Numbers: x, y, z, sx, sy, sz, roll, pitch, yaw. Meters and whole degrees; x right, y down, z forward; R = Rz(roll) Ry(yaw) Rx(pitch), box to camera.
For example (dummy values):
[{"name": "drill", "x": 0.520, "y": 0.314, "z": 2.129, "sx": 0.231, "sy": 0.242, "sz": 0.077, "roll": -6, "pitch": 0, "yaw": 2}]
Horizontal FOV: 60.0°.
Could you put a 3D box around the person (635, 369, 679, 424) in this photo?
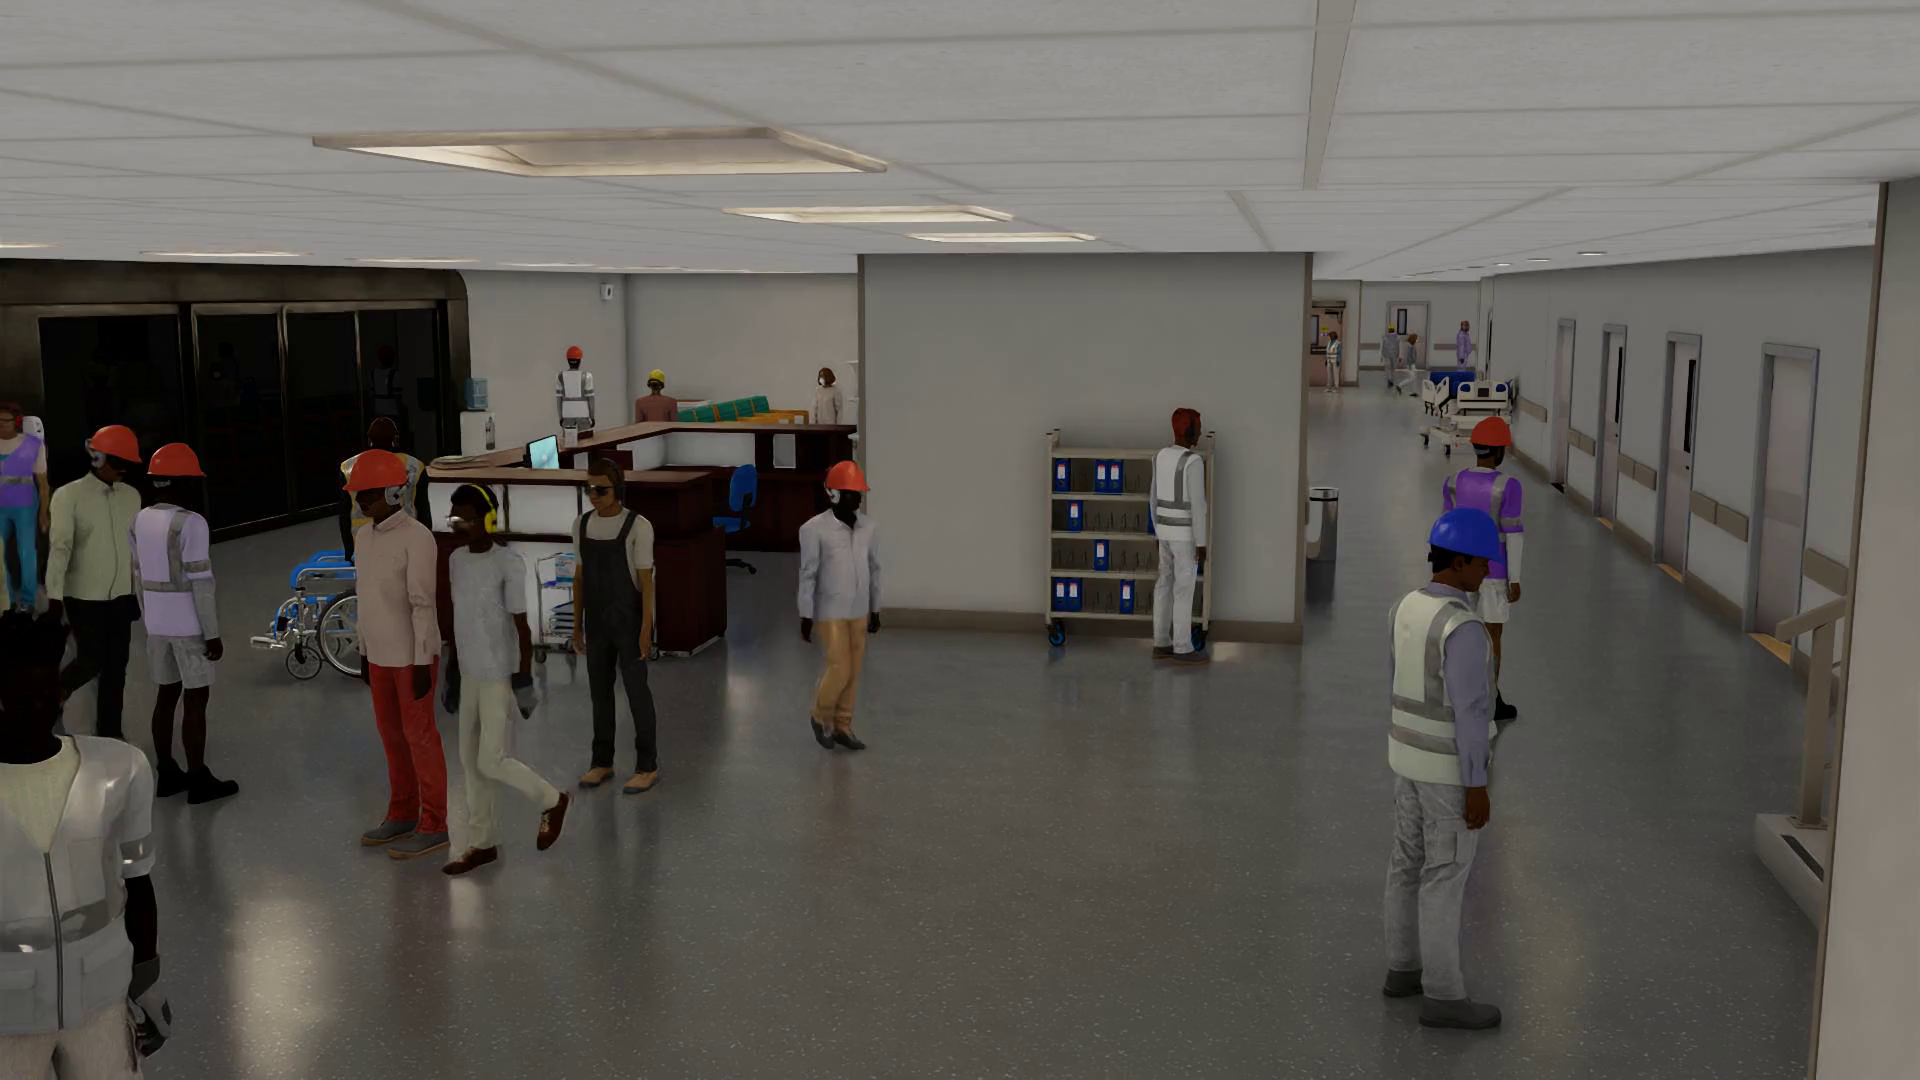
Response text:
[{"name": "person", "x": -3.700, "y": -1.201, "z": 20.364, "sx": 0.532, "sy": 1.768, "sz": 0.311, "roll": -1, "pitch": 9, "yaw": -5}]

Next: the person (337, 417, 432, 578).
[{"name": "person", "x": -4.109, "y": 0.037, "z": 11.933, "sx": 0.628, "sy": 1.836, "sz": 0.429, "roll": -3, "pitch": 9, "yaw": -18}]

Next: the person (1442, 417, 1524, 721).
[{"name": "person", "x": 3.342, "y": 0.182, "z": 10.615, "sx": 0.358, "sy": 1.938, "sz": 0.548, "roll": -8, "pitch": 12, "yaw": -42}]

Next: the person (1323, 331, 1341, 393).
[{"name": "person", "x": 9.904, "y": -4.724, "z": 44.158, "sx": 0.309, "sy": 1.640, "sz": 0.514, "roll": -6, "pitch": 10, "yaw": -33}]

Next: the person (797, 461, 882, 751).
[{"name": "person", "x": -0.680, "y": 0.399, "z": 9.802, "sx": 0.583, "sy": 1.742, "sz": 0.394, "roll": -8, "pitch": 12, "yaw": -43}]

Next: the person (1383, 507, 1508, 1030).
[{"name": "person", "x": 1.816, "y": 0.841, "z": 6.238, "sx": 0.402, "sy": 1.937, "sz": 0.603, "roll": -2, "pitch": 9, "yaw": -11}]

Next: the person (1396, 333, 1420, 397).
[{"name": "person", "x": 11.495, "y": -4.465, "z": 42.477, "sx": 0.524, "sy": 1.620, "sz": 0.512, "roll": 5, "pitch": 10, "yaw": 30}]

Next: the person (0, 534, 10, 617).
[{"name": "person", "x": -5.374, "y": 0.500, "z": 8.847, "sx": 0.588, "sy": 1.835, "sz": 0.403, "roll": -6, "pitch": 10, "yaw": -33}]

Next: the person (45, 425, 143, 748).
[{"name": "person", "x": -5.065, "y": 0.308, "z": 9.705, "sx": 0.629, "sy": 1.954, "sz": 0.680, "roll": 3, "pitch": 9, "yaw": 20}]

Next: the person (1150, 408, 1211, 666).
[{"name": "person", "x": 1.610, "y": -0.027, "z": 12.174, "sx": 0.337, "sy": 1.883, "sz": 0.584, "roll": -4, "pitch": 10, "yaw": -27}]

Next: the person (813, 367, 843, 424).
[{"name": "person", "x": -1.896, "y": -1.649, "z": 23.774, "sx": 0.507, "sy": 1.632, "sz": 0.264, "roll": 6, "pitch": 11, "yaw": 36}]

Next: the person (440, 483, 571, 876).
[{"name": "person", "x": -2.210, "y": 0.641, "z": 7.858, "sx": 0.536, "sy": 1.852, "sz": 0.545, "roll": 7, "pitch": 11, "yaw": 38}]

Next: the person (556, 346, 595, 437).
[{"name": "person", "x": -5.466, "y": -1.789, "z": 23.699, "sx": 0.545, "sy": 1.938, "sz": 0.357, "roll": 0, "pitch": 9, "yaw": 1}]

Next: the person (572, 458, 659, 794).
[{"name": "person", "x": -1.890, "y": 0.466, "z": 9.080, "sx": 0.503, "sy": 1.837, "sz": 0.342, "roll": 3, "pitch": 9, "yaw": 22}]

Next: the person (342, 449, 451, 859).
[{"name": "person", "x": -2.743, "y": 0.546, "z": 8.061, "sx": 0.608, "sy": 1.987, "sz": 0.402, "roll": 7, "pitch": 11, "yaw": 38}]

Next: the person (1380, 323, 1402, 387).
[{"name": "person", "x": 12.156, "y": -5.210, "z": 46.901, "sx": 0.588, "sy": 1.798, "sz": 0.843, "roll": 1, "pitch": 9, "yaw": 6}]

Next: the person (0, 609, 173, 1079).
[{"name": "person", "x": -2.292, "y": 1.140, "z": 4.159, "sx": 0.603, "sy": 1.967, "sz": 0.368, "roll": -8, "pitch": 12, "yaw": -44}]

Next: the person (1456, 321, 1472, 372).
[{"name": "person", "x": 13.459, "y": -4.897, "z": 44.423, "sx": 0.408, "sy": 1.909, "sz": 0.638, "roll": 3, "pitch": 9, "yaw": 22}]

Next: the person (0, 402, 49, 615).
[{"name": "person", "x": -7.842, "y": -0.233, "z": 13.751, "sx": 0.583, "sy": 1.815, "sz": 0.592, "roll": -2, "pitch": 9, "yaw": -12}]

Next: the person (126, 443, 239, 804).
[{"name": "person", "x": -4.165, "y": 0.445, "z": 8.918, "sx": 0.545, "sy": 1.931, "sz": 0.378, "roll": 4, "pitch": 10, "yaw": 27}]
